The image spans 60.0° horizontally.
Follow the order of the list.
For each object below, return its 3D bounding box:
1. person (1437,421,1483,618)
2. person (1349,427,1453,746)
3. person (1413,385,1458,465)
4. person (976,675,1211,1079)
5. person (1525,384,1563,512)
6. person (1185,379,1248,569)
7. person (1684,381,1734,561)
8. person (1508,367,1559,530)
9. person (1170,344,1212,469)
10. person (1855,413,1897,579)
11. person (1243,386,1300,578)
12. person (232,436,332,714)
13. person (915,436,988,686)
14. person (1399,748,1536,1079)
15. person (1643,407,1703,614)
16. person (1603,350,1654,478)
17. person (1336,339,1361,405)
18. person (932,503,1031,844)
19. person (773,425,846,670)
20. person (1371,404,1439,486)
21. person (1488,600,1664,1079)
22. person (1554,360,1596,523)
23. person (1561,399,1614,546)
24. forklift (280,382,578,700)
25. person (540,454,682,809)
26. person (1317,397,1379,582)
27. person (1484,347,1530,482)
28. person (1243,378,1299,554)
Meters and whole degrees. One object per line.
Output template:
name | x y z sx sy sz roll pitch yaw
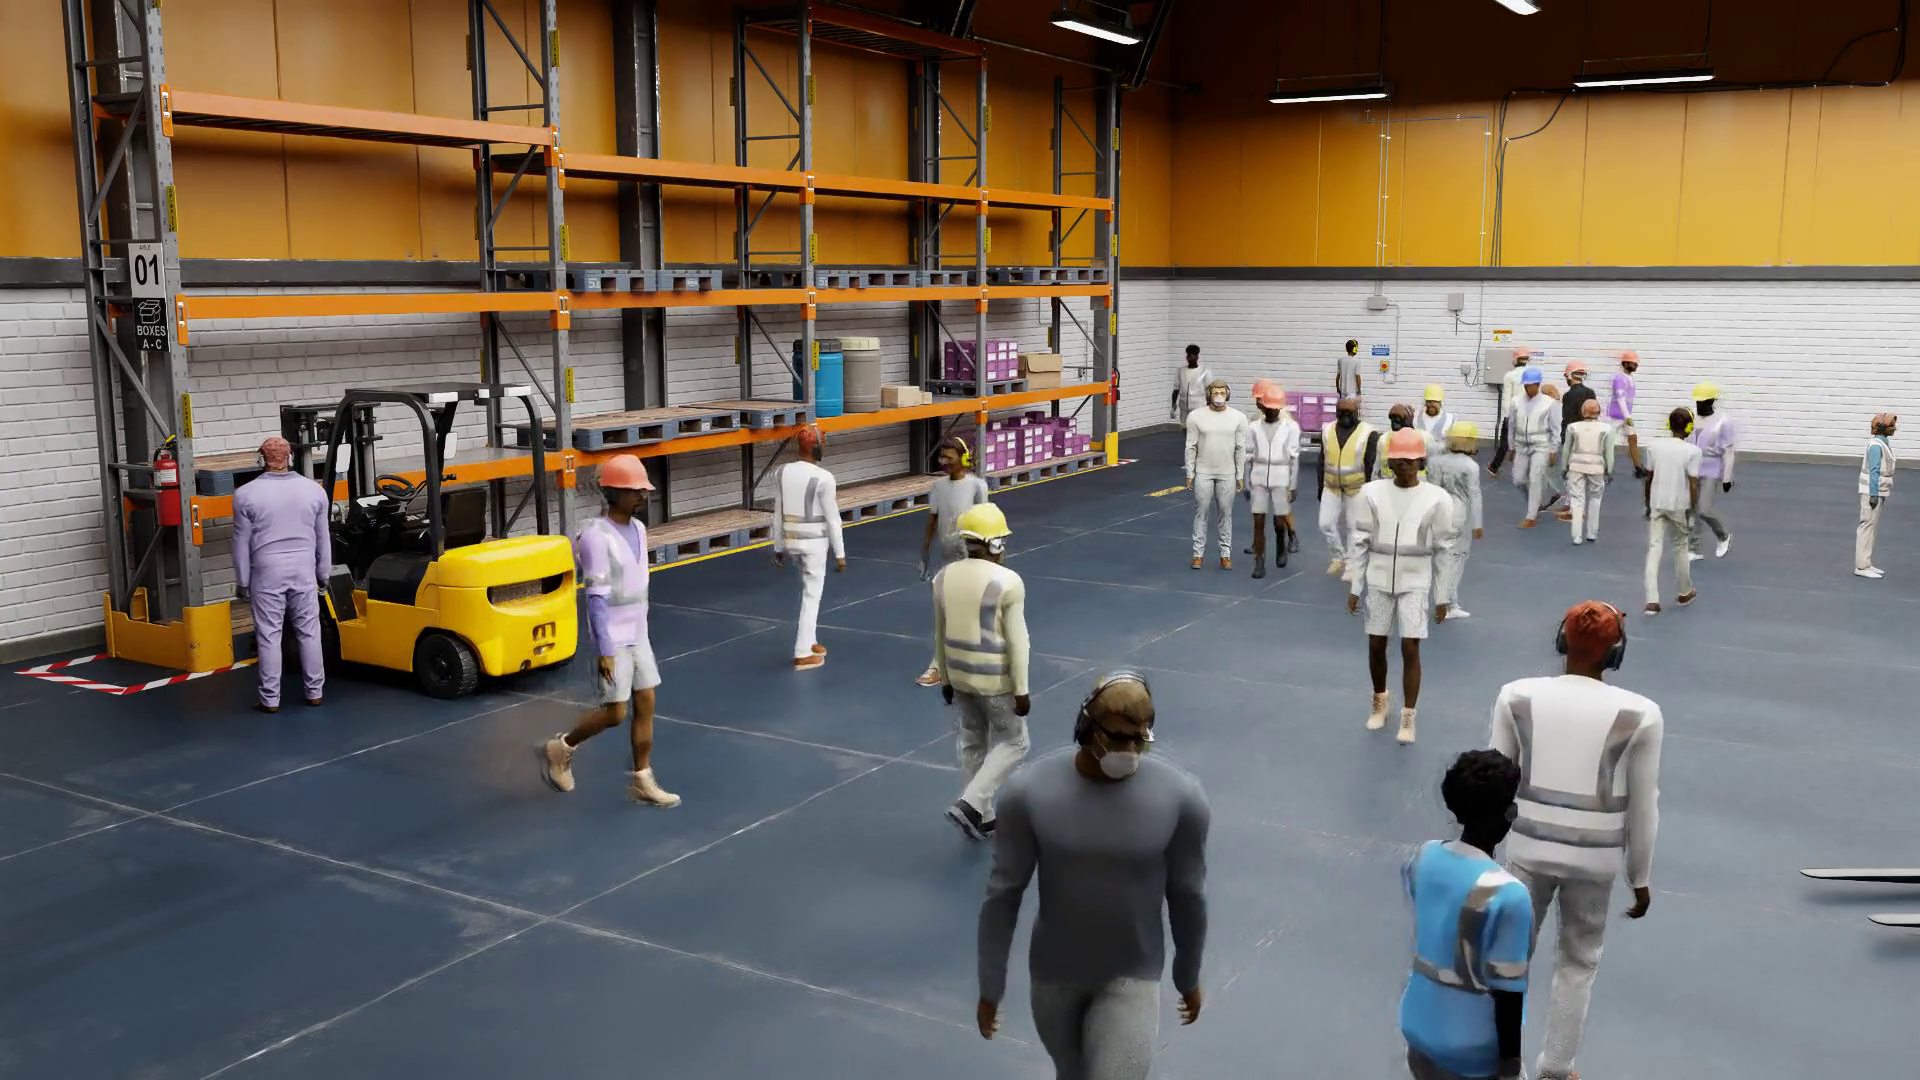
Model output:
person | 4.377 -0.176 14.545 0.453 1.719 0.519 -3 10 -20
person | 2.844 0.285 10.767 0.619 2.053 0.508 5 10 26
person | 5.250 -0.852 18.621 0.585 1.790 0.944 5 10 27
person | 0.396 1.297 4.934 0.656 1.868 1.076 2 9 14
person | 7.384 -1.160 20.997 0.368 1.621 0.525 4 10 21
person | 2.602 -0.664 16.938 0.630 1.940 0.372 1 9 5
person | 7.773 -0.711 17.338 0.531 1.904 0.585 -4 10 -24
person | 6.790 -1.092 19.672 0.619 1.926 0.593 9 13 44
person | 3.631 -2.102 25.956 0.617 1.937 0.941 5 11 30
person | 9.099 -0.450 16.527 0.315 1.641 0.514 6 11 34
person | 3.082 -0.579 16.483 0.560 1.916 0.548 3 10 20
person | -4.667 0.234 11.465 0.636 1.900 0.403 -8 12 -39
person | -0.025 0.125 12.422 0.541 1.820 0.991 7 12 38
person | 1.433 1.427 4.738 0.425 1.665 0.556 -3 9 -16
person | 6.358 -0.275 14.863 0.546 1.820 0.945 8 12 40
person | 9.766 -1.850 24.520 0.556 1.892 0.981 -8 12 -42
person | 6.765 -2.547 28.904 0.325 1.871 0.516 -7 12 -38
person | 0.110 0.713 8.695 0.611 1.821 0.488 8 12 42
person | -1.099 0.050 12.719 0.604 1.859 0.626 7 12 39
person | 4.092 -0.368 15.558 0.974 1.786 0.637 -9 12 -43
person | 2.133 1.144 5.900 0.598 1.864 0.554 6 11 33
person | 7.489 -1.202 20.247 0.632 1.952 0.562 -7 12 -37
person | 6.992 -0.761 18.542 0.550 1.610 0.687 4 10 23
forklift | -3.974 -0.067 12.417 2.313 2.155 1.214 5 11 30
person | -1.975 0.518 9.315 0.730 2.023 0.618 3 10 20
person | 3.772 -0.494 16.234 0.651 1.819 0.433 7 11 35
person | 8.100 -1.843 24.268 0.637 1.941 1.015 -2 9 -11
person | 3.383 -0.785 17.843 0.709 1.904 0.561 -7 11 -37
